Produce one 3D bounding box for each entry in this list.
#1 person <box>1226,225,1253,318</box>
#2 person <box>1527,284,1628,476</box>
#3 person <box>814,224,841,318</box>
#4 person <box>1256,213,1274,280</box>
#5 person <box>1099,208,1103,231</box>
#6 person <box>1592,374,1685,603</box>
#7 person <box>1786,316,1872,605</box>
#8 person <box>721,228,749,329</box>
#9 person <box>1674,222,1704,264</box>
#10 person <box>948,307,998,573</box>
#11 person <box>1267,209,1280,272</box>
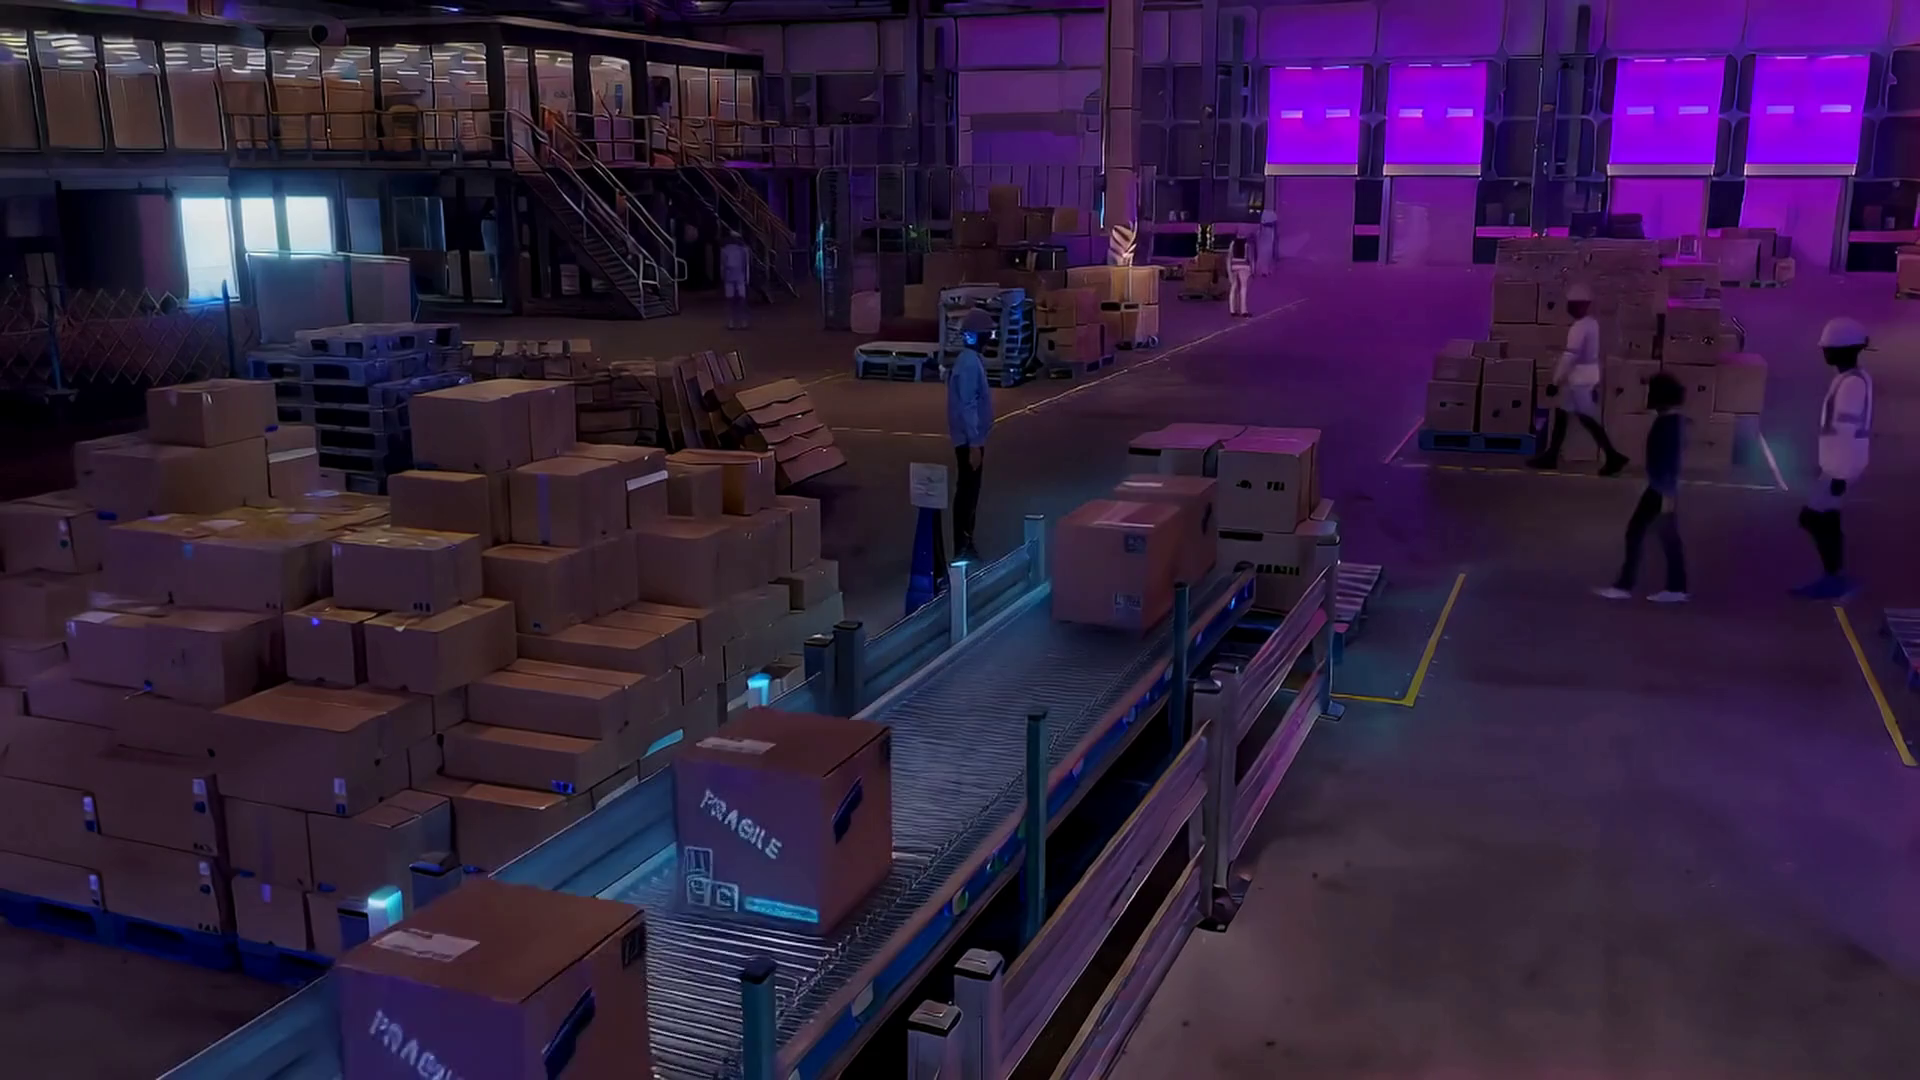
[{"bbox_3d":[5.729,-5.494,34.083,0.572,1.885,0.358,8,15,30],"label":"person"},{"bbox_3d":[6.240,-1.590,16.566,0.966,1.904,0.540,8,15,31],"label":"person"},{"bbox_3d":[-2.712,-5.497,34.051,0.587,1.911,0.395,-7,14,-27],"label":"person"},{"bbox_3d":[8.367,-8.078,45.797,0.516,1.830,0.501,-3,13,-11],"label":"person"},{"bbox_3d":[4.629,-9.646,52.858,0.592,1.817,0.627,6,14,24],"label":"person"},{"bbox_3d":[4.787,-0.354,11.634,0.714,1.604,0.533,5,13,20],"label":"person"},{"bbox_3d":[6.069,-0.537,11.540,0.412,2.030,0.654,7,14,29],"label":"person"},{"bbox_3d":[-4.294,-5.002,31.828,0.570,1.905,0.768,1,13,2],"label":"person"},{"bbox_3d":[16.324,-6.150,37.117,0.931,1.841,0.607,-10,16,-39],"label":"person"},{"bbox_3d":[0.094,-0.758,12.589,0.375,1.995,0.611,0,13,-2],"label":"person"},{"bbox_3d":[9.230,-8.814,49.028,0.406,1.858,0.554,11,17,40],"label":"person"}]
